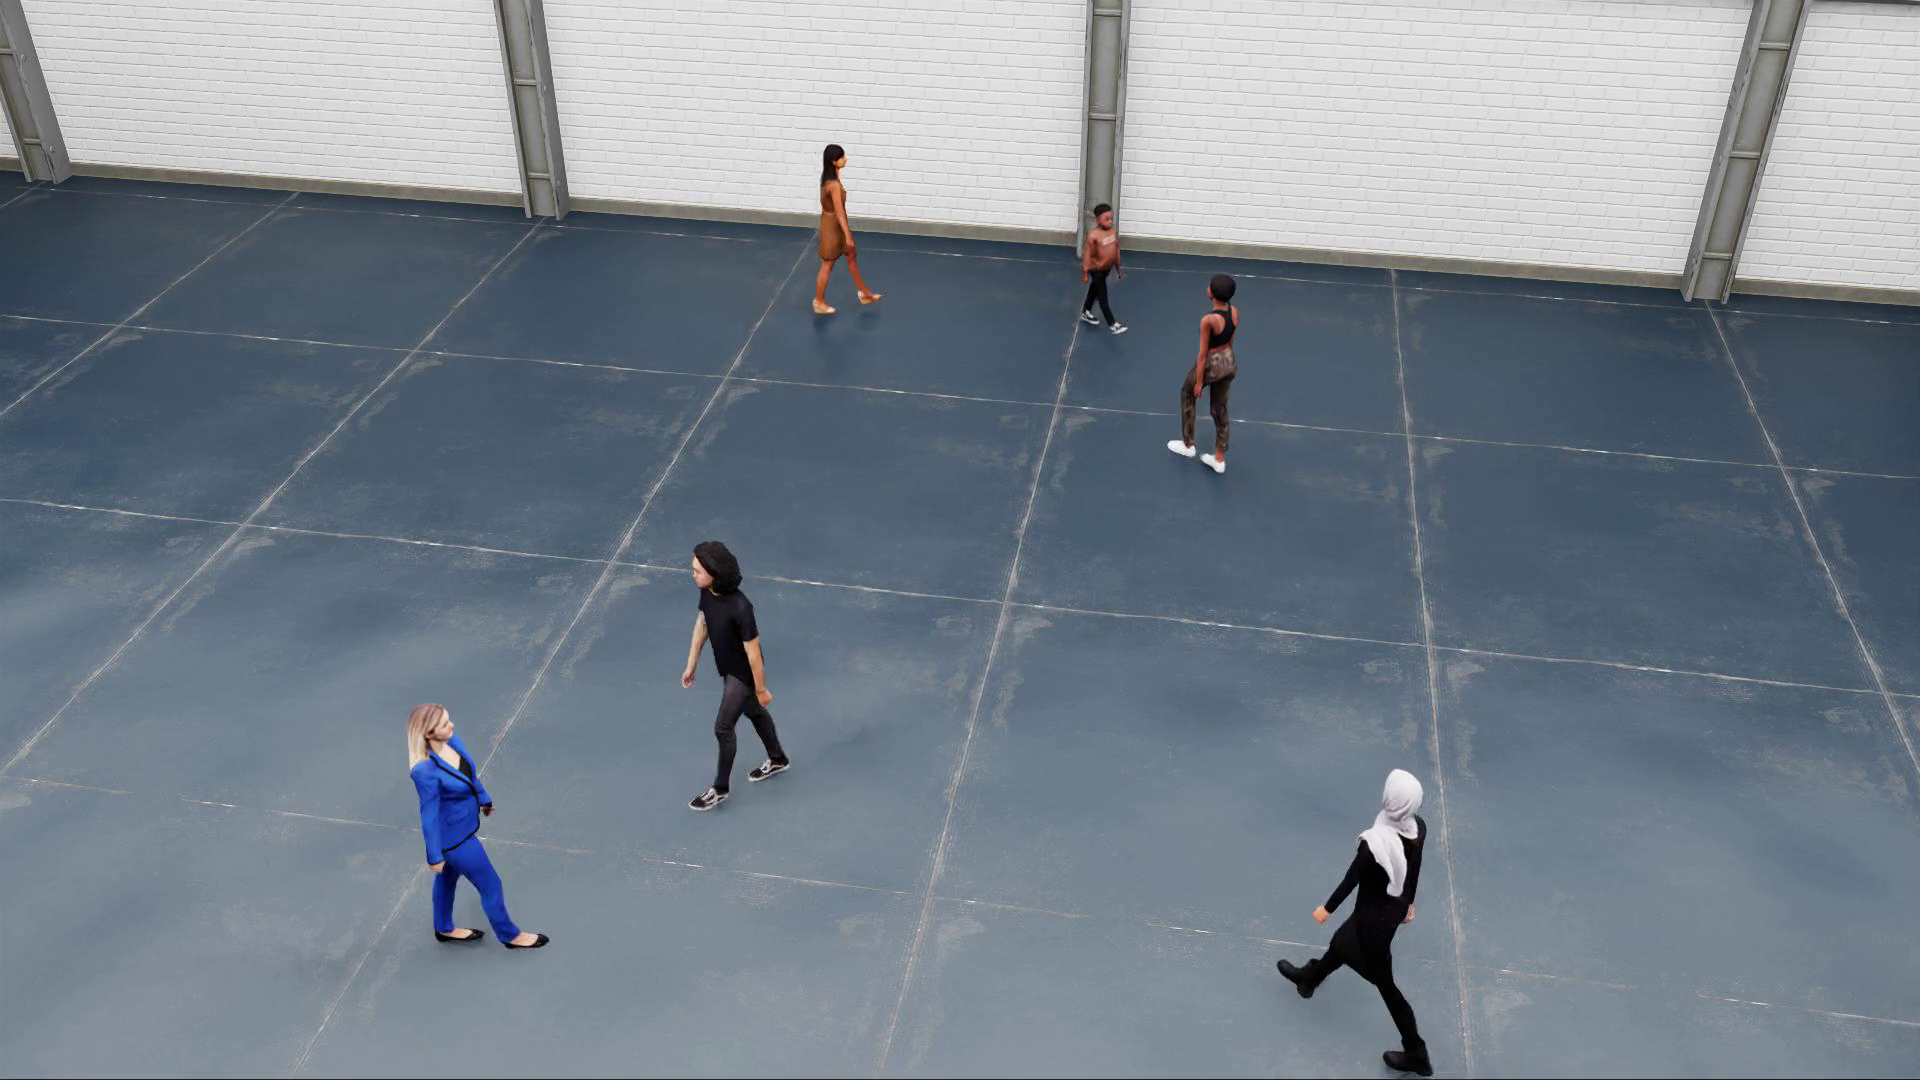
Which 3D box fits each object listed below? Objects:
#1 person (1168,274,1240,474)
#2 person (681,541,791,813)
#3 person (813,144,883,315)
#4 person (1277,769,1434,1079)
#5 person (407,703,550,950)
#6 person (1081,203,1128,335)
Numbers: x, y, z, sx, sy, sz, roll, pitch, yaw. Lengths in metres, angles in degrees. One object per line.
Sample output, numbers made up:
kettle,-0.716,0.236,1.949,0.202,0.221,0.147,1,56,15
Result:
person,2.071,-1.287,13.182,0.832,1.683,0.895,-22,40,-30
person,-1.254,0.738,10.026,1.053,1.806,0.956,-18,38,-25
person,-1.262,-2.882,15.602,0.965,1.663,0.740,-4,34,-6
person,2.151,1.961,8.262,1.088,1.721,1.271,-28,43,-36
person,-2.808,1.569,8.891,0.957,1.679,0.794,-2,34,-3
person,1.270,-2.554,15.503,0.848,1.225,0.942,-25,41,-32
